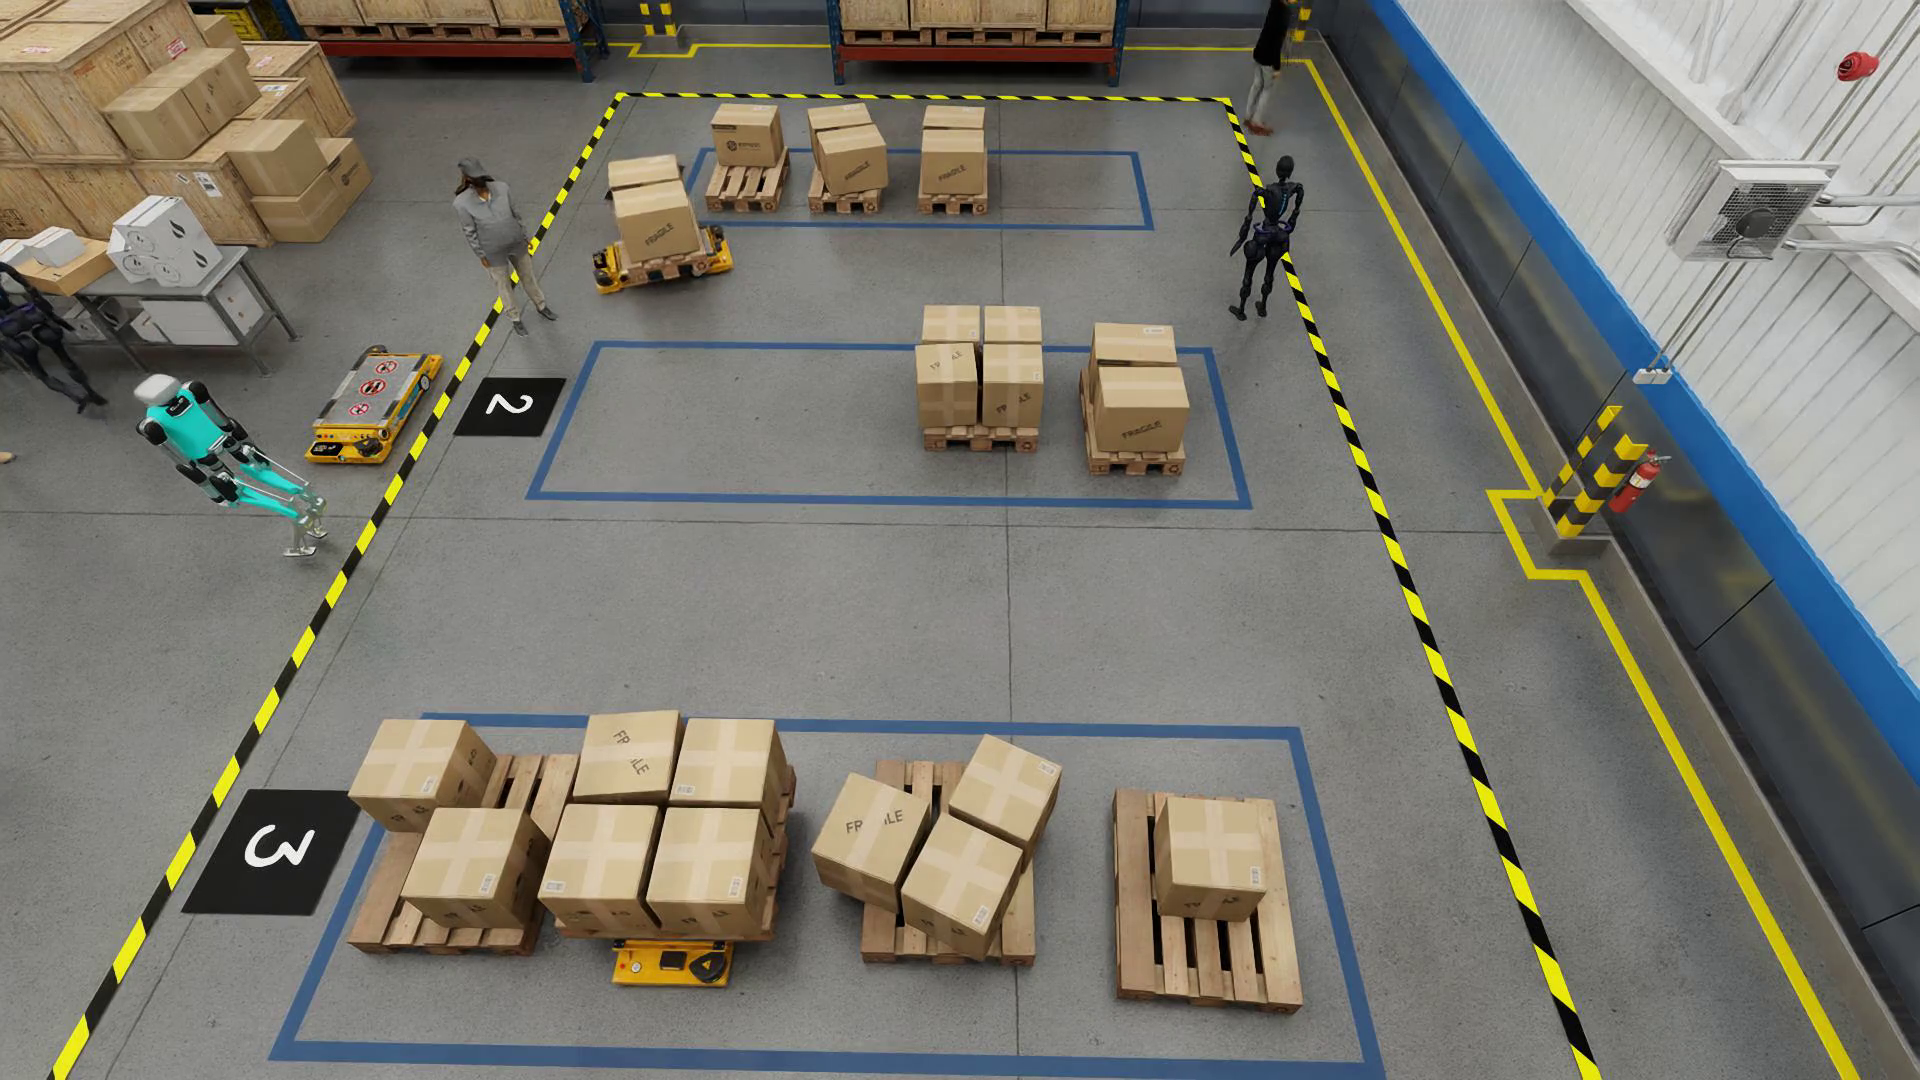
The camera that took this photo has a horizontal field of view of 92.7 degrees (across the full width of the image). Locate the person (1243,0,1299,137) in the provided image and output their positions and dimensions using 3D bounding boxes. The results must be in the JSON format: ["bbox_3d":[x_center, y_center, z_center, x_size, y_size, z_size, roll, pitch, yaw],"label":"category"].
[{"bbox_3d":[3.860,-6.024,11.440,0.382,1.844,0.613,3,50,2],"label":"person"}]

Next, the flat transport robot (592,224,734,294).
[{"bbox_3d":[-3.237,-3.067,9.944,1.431,0.197,0.652,-15,51,-13],"label":"flat transport robot"}]

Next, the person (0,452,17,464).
[{"bbox_3d":[-8.534,-1.259,7.272,0.367,2.044,0.607,2,50,2],"label":"person"}]

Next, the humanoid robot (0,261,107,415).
[{"bbox_3d":[-8.154,-1.836,7.996,0.450,1.638,0.589,20,53,16],"label":"humanoid robot"}]

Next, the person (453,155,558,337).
[{"bbox_3d":[-4.381,-2.813,8.764,0.399,1.768,0.560,35,58,26],"label":"person"}]

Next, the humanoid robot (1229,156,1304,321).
[{"bbox_3d":[2.965,-2.916,8.905,0.599,1.653,0.315,-8,50,-7],"label":"humanoid robot"}]

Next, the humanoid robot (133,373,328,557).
[{"bbox_3d":[-5.178,-0.488,6.731,0.735,1.675,0.533,8,50,7],"label":"humanoid robot"}]

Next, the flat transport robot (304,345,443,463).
[{"bbox_3d":[-5.383,-1.269,8.441,0.659,0.231,1.431,1,50,1],"label":"flat transport robot"}]

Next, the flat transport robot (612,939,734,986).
[{"bbox_3d":[-1.659,1.971,5.681,0.652,0.197,1.431,1,50,1],"label":"flat transport robot"}]
